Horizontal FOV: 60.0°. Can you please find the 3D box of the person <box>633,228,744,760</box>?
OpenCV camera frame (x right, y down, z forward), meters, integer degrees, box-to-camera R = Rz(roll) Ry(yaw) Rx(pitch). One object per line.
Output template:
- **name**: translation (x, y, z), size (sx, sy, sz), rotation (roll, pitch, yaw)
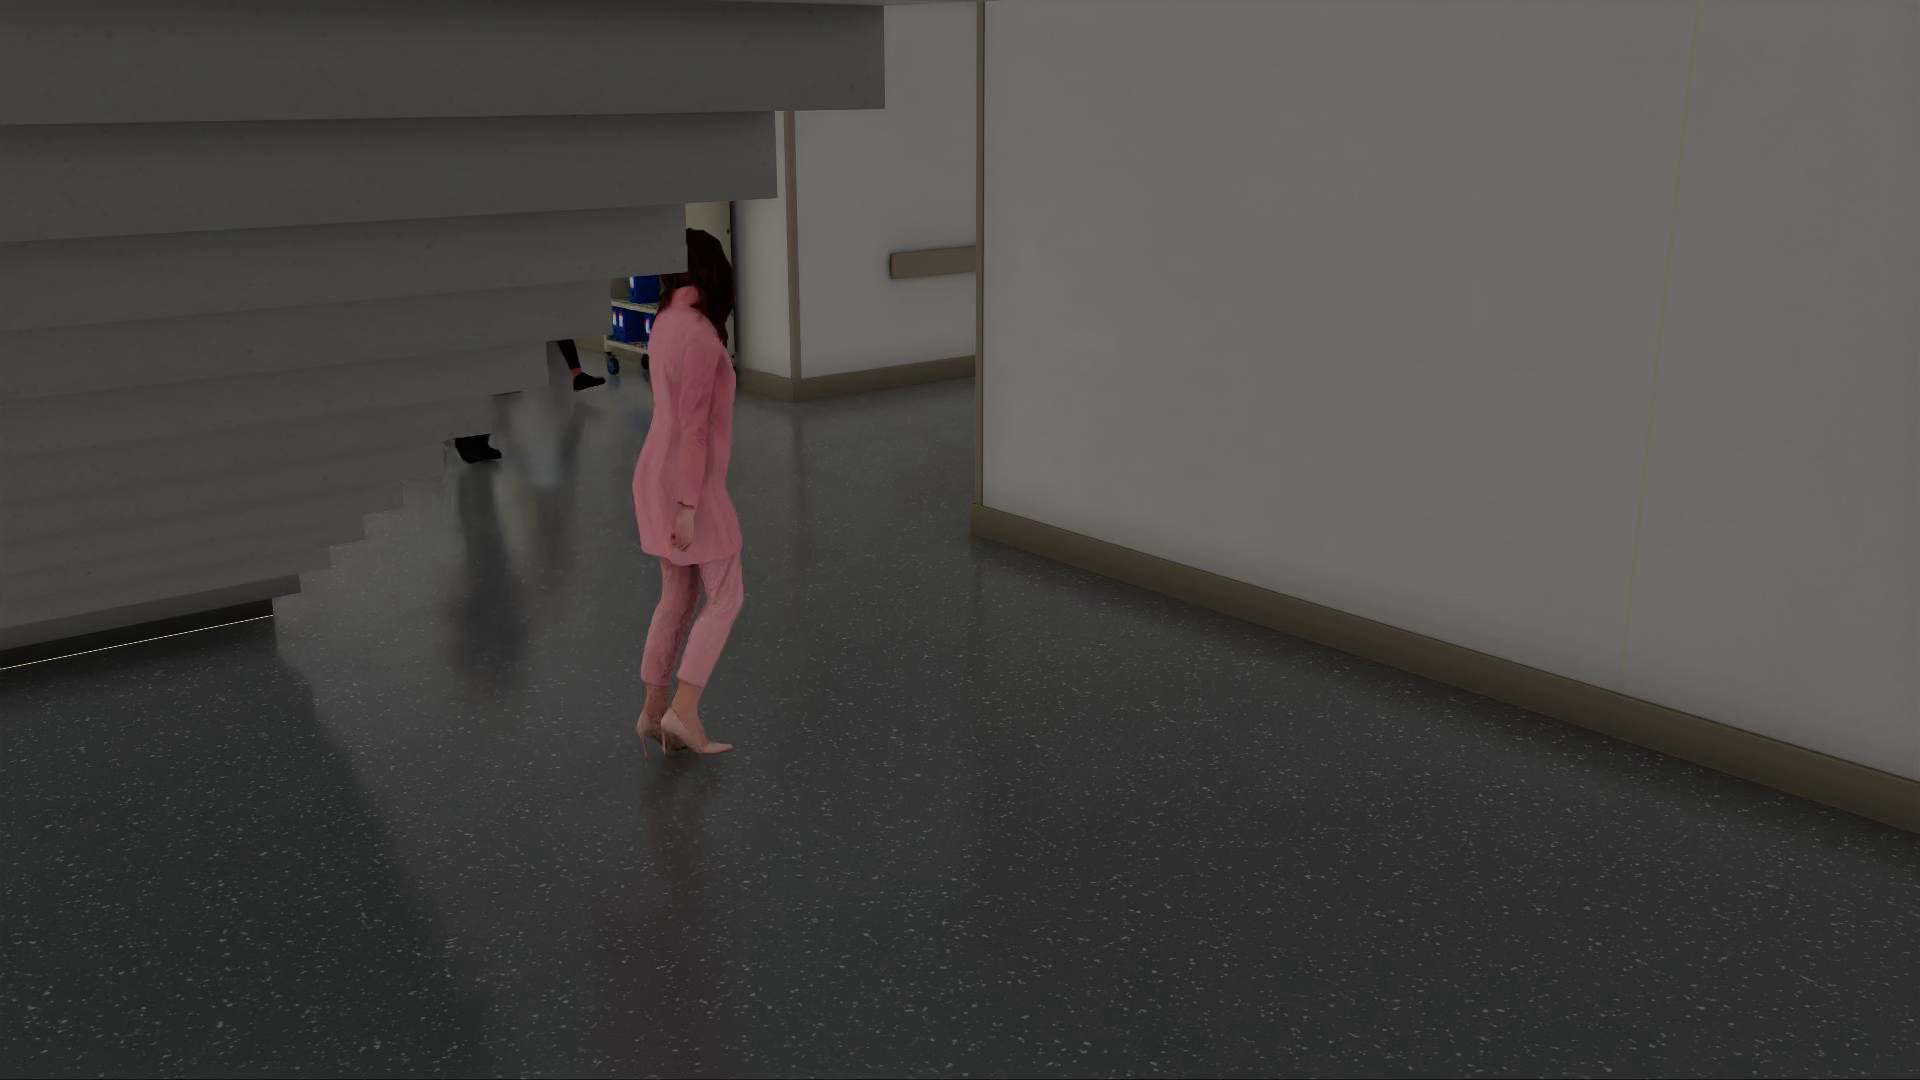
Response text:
- **person**: translation (-0.959, -0.108, 5.508), size (0.726, 1.761, 0.623), rotation (-6, 17, -21)
